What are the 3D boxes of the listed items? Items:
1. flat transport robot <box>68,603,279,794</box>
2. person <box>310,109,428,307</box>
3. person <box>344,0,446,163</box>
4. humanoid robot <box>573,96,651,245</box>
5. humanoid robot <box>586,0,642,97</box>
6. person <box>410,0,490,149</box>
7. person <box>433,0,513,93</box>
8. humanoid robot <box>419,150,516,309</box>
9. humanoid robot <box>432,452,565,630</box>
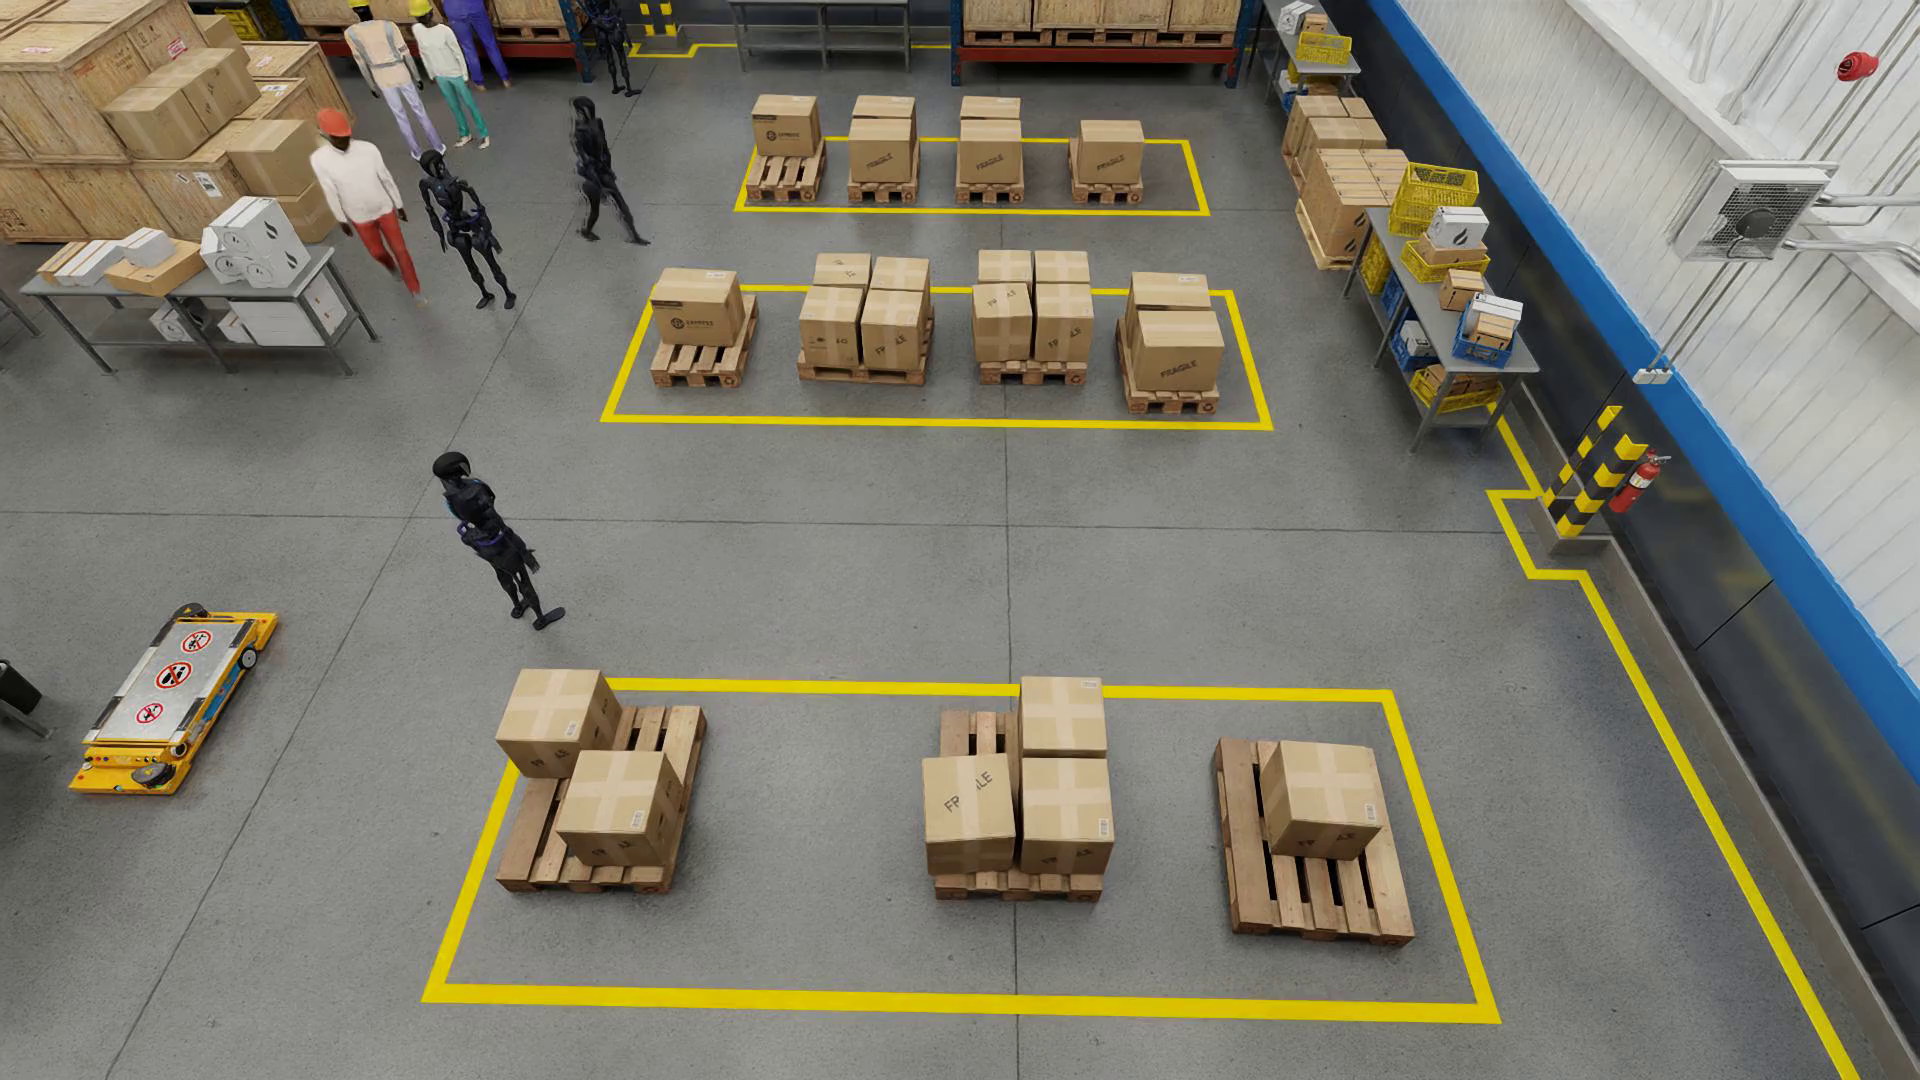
[{"bbox_3d":[-5.504,1.072,6.442,0.652,0.197,1.431,1,50,1],"label":"flat transport robot"},{"bbox_3d":[-5.802,-3.259,9.006,0.635,1.977,0.610,-31,56,-24],"label":"person"},{"bbox_3d":[-6.774,-5.514,10.948,0.590,1.923,0.378,-23,53,-18],"label":"person"},{"bbox_3d":[-3.908,-3.903,9.780,0.776,1.635,0.563,18,52,15],"label":"humanoid robot"},{"bbox_3d":[-4.673,-6.822,12.208,0.609,1.657,0.315,24,54,19],"label":"humanoid robot"},{"bbox_3d":[-6.267,-5.678,11.196,0.569,1.757,0.319,5,50,4],"label":"person"},{"bbox_3d":[-6.595,-7.074,12.193,0.687,2.000,0.539,-21,53,-17],"label":"person"},{"bbox_3d":[-4.837,-3.010,8.983,0.609,1.655,0.315,1,50,1],"label":"humanoid robot"},{"bbox_3d":[-3.247,0.002,6.434,0.586,1.657,0.330,25,54,20],"label":"humanoid robot"}]
